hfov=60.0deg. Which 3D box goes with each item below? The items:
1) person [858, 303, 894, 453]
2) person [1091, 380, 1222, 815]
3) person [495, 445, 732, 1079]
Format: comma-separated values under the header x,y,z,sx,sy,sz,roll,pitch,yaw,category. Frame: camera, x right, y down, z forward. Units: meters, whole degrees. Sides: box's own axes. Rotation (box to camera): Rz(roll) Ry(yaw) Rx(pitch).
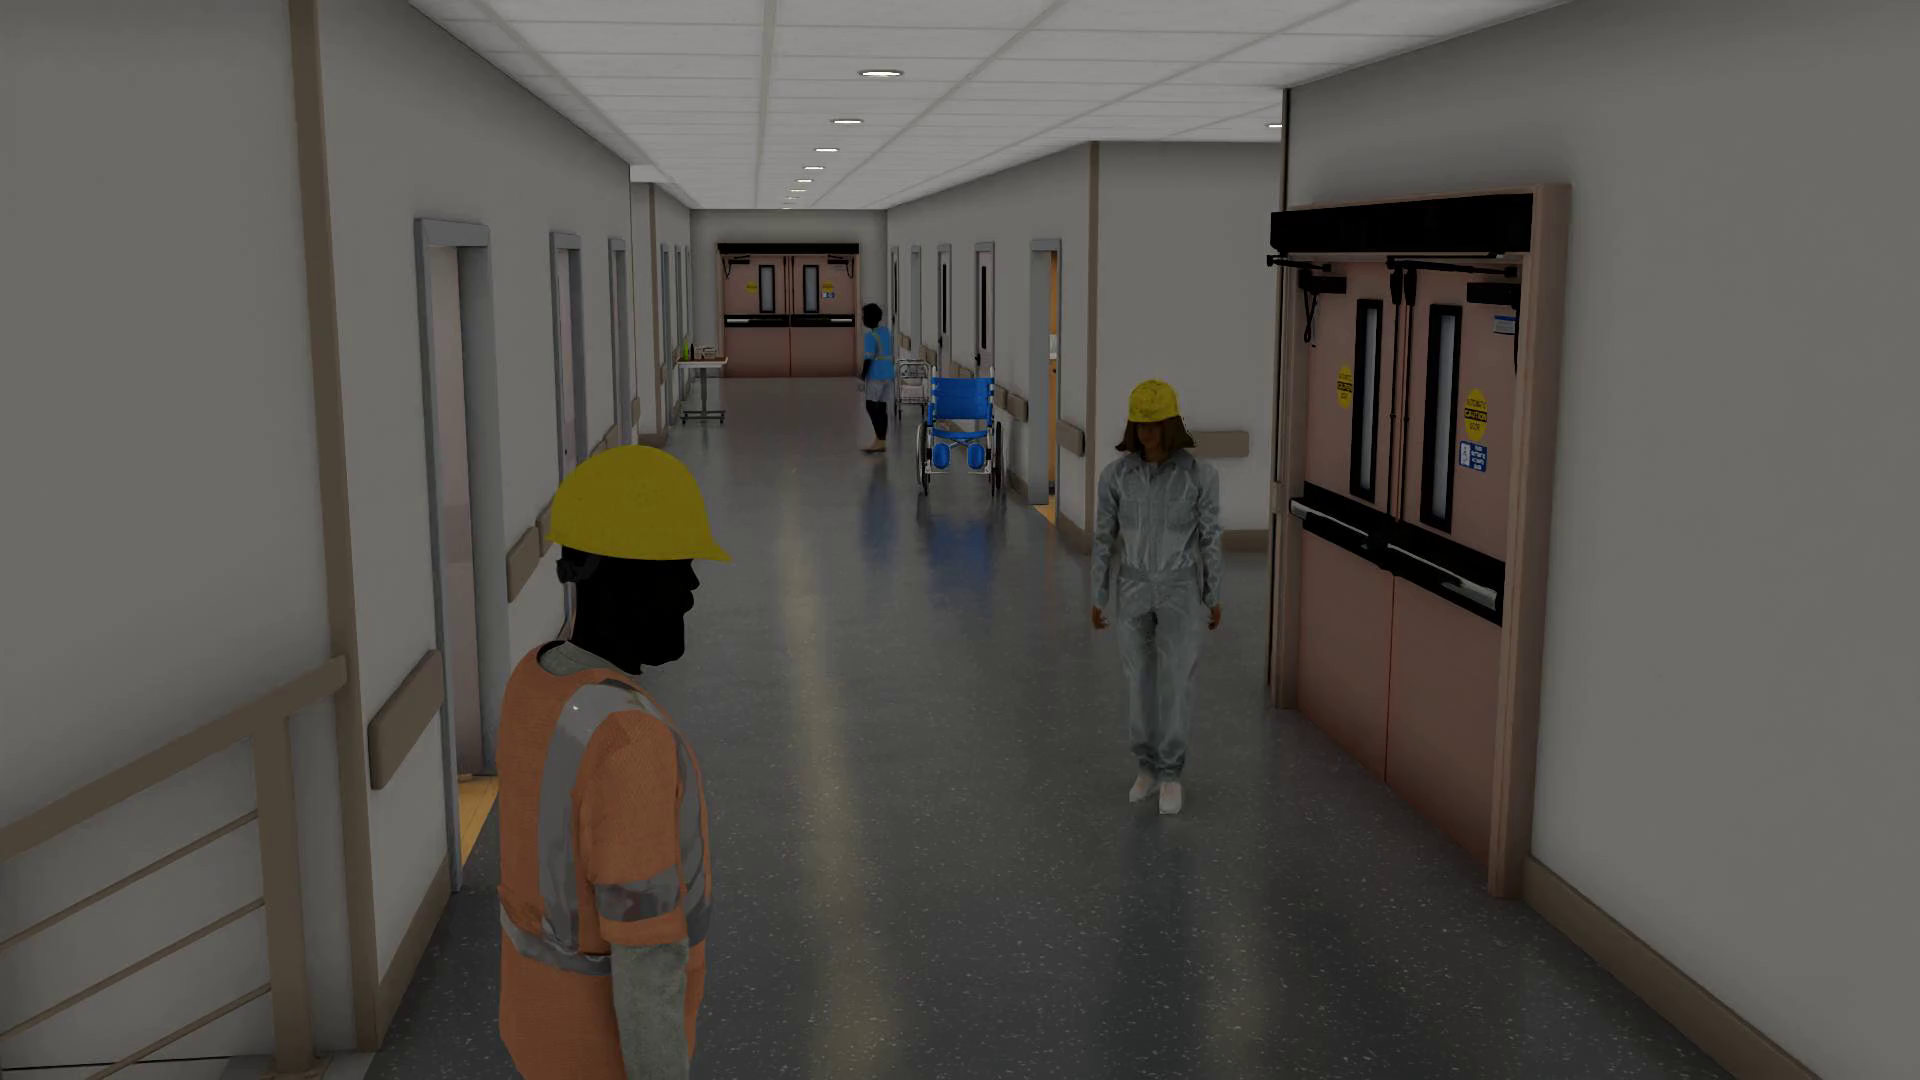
x,y,z,sx,sy,sz,roll,pitch,yaw,category
-0.919,-1.806,18.621,0.350,1.677,0.606,4,11,24,person
0.761,0.232,6.592,0.517,1.723,0.572,3,10,19,person
-0.545,0.802,2.728,0.395,1.918,0.586,-5,11,-26,person
